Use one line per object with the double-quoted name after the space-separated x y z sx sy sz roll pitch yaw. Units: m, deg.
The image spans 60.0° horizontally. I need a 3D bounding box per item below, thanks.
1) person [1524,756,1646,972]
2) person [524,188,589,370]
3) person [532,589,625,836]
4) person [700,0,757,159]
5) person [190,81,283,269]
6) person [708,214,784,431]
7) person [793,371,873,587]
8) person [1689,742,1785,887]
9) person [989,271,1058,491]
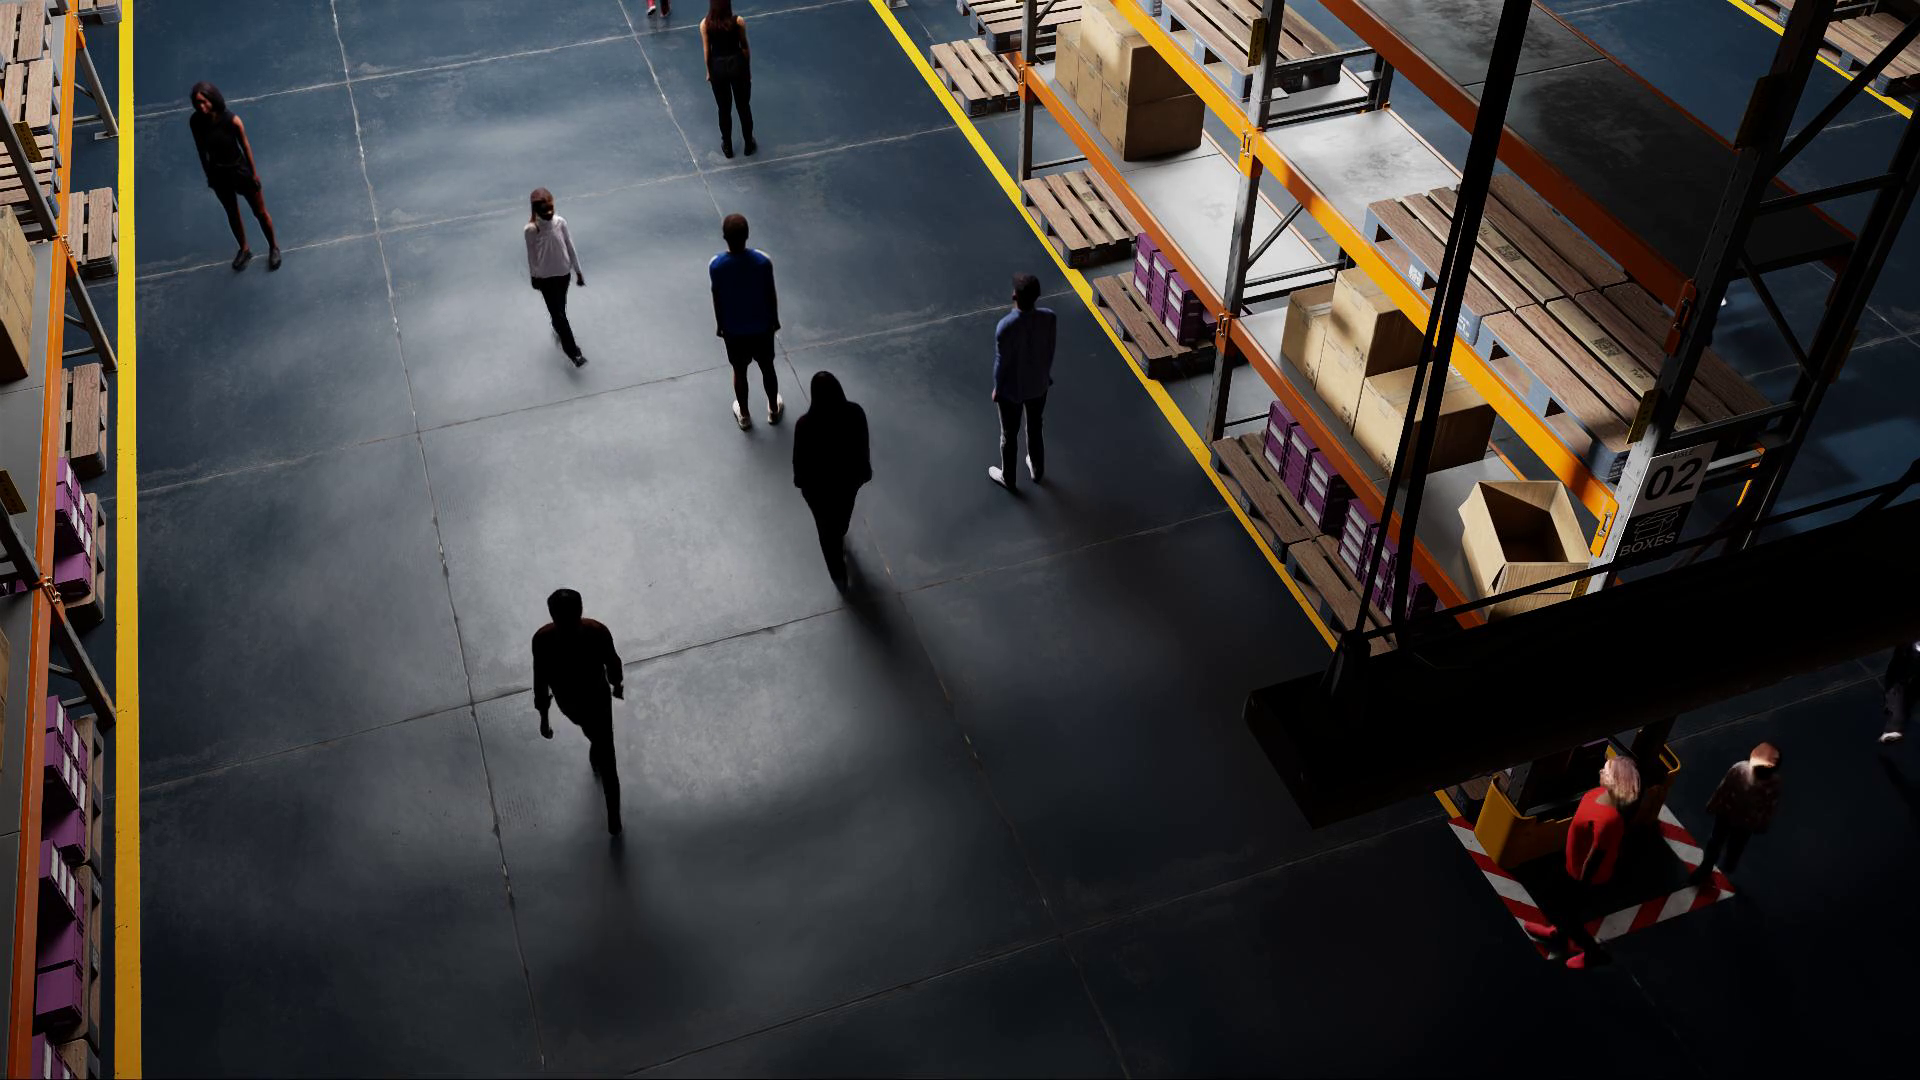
3.535 1.805 9.109 0.859 1.681 0.779 25 49 24 "person"
-3.307 -2.187 13.418 0.719 1.517 1.124 -25 49 -24 "person"
-2.293 0.877 10.052 0.832 1.724 1.195 -5 44 -5 "person"
-2.169 -4.390 15.607 0.635 1.687 0.619 -5 44 -5 "person"
-6.218 -3.120 14.235 0.653 1.741 0.606 -2 44 -2 "person"
-1.617 -1.655 12.607 0.676 1.865 0.612 -9 44 -9 "person"
-0.827 -0.367 11.350 0.736 1.733 0.914 -19 47 -19 "person"
4.572 1.566 9.717 0.634 1.188 0.675 34 53 30 "person"
0.453 -1.144 12.054 0.673 1.888 0.587 -18 47 -18 "person"
